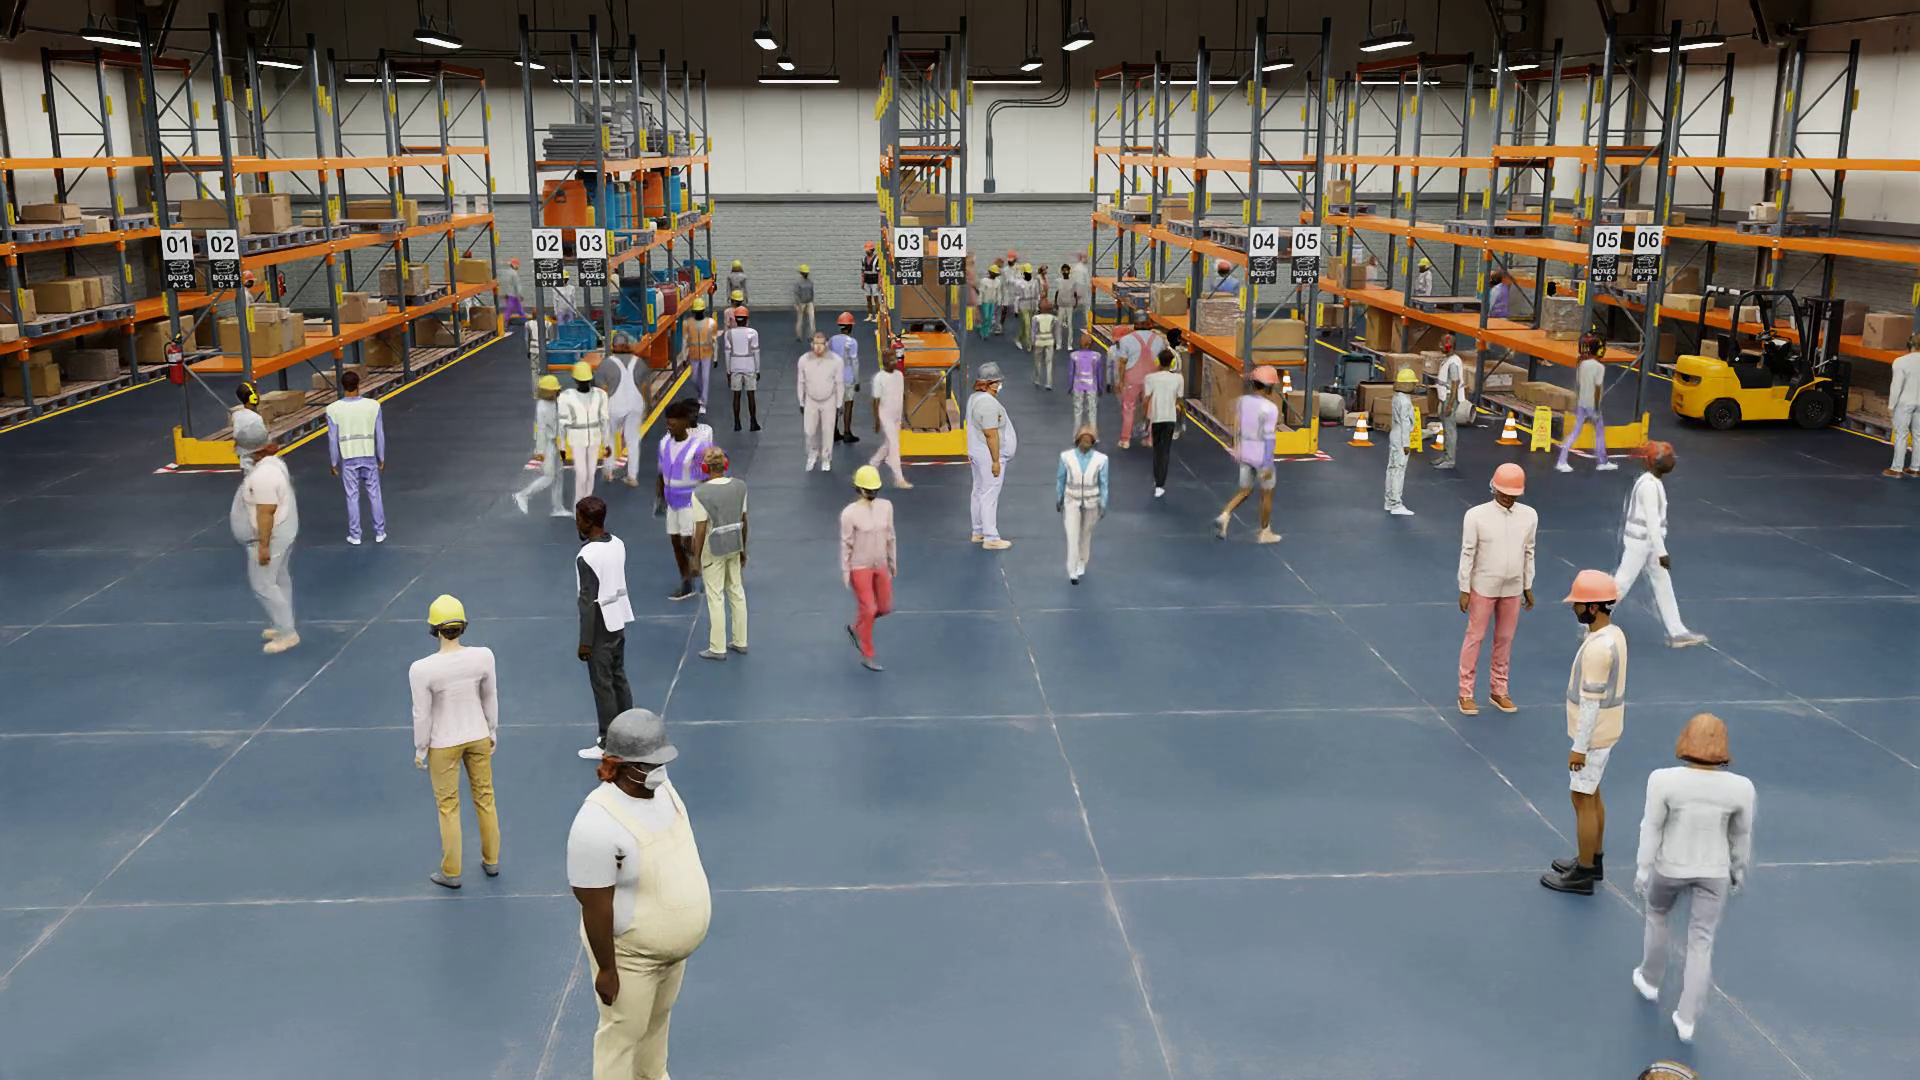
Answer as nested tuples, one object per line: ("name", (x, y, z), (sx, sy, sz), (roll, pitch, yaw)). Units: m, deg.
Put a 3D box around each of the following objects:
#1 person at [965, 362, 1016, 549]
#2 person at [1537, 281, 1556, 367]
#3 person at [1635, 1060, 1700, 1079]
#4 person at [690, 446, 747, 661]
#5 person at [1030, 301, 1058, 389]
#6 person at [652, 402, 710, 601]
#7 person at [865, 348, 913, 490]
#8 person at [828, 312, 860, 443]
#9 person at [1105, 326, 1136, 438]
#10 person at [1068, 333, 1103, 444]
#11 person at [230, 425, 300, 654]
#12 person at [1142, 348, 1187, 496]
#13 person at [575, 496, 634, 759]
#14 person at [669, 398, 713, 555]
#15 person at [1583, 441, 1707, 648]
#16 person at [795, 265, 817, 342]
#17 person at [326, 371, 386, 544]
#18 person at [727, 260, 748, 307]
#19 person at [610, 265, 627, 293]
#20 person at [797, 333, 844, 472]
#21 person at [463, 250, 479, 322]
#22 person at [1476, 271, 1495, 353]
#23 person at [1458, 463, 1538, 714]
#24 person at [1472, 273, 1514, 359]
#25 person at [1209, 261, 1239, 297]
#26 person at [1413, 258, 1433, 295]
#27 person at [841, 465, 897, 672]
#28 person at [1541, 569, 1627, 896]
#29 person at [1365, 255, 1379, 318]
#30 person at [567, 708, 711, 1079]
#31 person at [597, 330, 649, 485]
("person", (0.349, -0.936, 18.234), (0.536, 2.000, 0.677), (-4, 14, -18))
("person", (11.772, -4.329, 33.342), (0.320, 1.697, 0.532), (2, 13, 6))
("person", (1.950, 2.333, 4.813), (0.506, 1.843, 0.351), (1, 13, 3))
("person", (-2.032, 0.119, 14.188), (0.374, 1.840, 0.568), (12, 18, 41))
("person", (1.528, -3.563, 30.309), (0.534, 1.587, 0.885), (-2, 13, -9))
("person", (-2.670, -0.372, 16.039), (0.613, 1.945, 0.430), (10, 17, 37))
("person", (-0.942, -1.581, 21.440), (0.847, 1.823, 0.514), (10, 16, 36))
("person", (-1.695, -2.416, 24.744), (0.540, 1.930, 0.387), (11, 17, 38))
("person", (2.454, -2.371, 25.004), (0.584, 1.711, 0.480), (11, 17, 40))
("person", (1.855, -2.233, 24.587), (0.523, 1.638, 0.310), (2, 13, 9))
("person", (-6.039, -0.046, 14.463), (0.534, 2.000, 0.817), (-3, 14, -13))
("person", (2.616, -1.519, 21.139), (0.539, 1.829, 0.897), (4, 14, 15))
("person", (-2.543, 0.627, 11.906), (0.391, 1.911, 0.584), (2, 13, 10))
("person", (-2.879, -0.692, 17.939), (0.532, 1.696, 0.318), (-10, 17, -37))
("person", (6.017, 0.050, 14.524), (1.008, 1.832, 0.582), (8, 15, 30))
("person", (-3.425, -5.300, 37.380), (0.528, 1.729, 0.858), (-9, 16, -34))
("person", (-6.647, -0.903, 18.370), (0.587, 1.913, 0.393), (-6, 15, -26))
("person", (-5.238, -5.738, 39.217), (0.497, 1.730, 0.359), (-1, 13, -3))
("person", (-7.924, -5.583, 38.564), (0.580, 1.733, 0.443), (-2, 13, -8))
("person", (-1.874, -1.847, 22.414), (0.644, 1.890, 0.512), (0, 13, 0))
("person", (-11.932, -6.109, 40.483), (0.343, 1.883, 0.586), (9, 16, 33))
("person", (11.238, -4.837, 35.370), (0.563, 1.753, 0.327), (-7, 15, -27))
("person", (4.141, 0.375, 12.800), (0.619, 1.981, 0.408), (-2, 13, -9))
("person", (11.103, -4.645, 34.514), (0.980, 1.784, 0.606), (6, 15, 25))
("person", (5.441, -4.753, 34.408), (0.619, 2.029, 0.506), (-1, 13, -2))
("person", (10.681, -5.593, 38.413), (0.404, 1.828, 0.603), (0, 13, 0))
("person", (-0.780, 0.211, 13.992), (0.545, 1.740, 0.509), (-11, 17, -38))
("person", (3.686, 1.119, 9.786), (0.390, 1.925, 0.549), (7, 15, 28))
("person", (10.580, -6.467, 42.566), (0.343, 1.622, 0.505), (12, 18, 41))
("person", (-1.328, 1.685, 7.129), (0.535, 2.000, 0.685), (4, 14, 18))
("person", (-4.435, -1.743, 21.653), (0.697, 2.000, 0.746), (-8, 16, -32))
